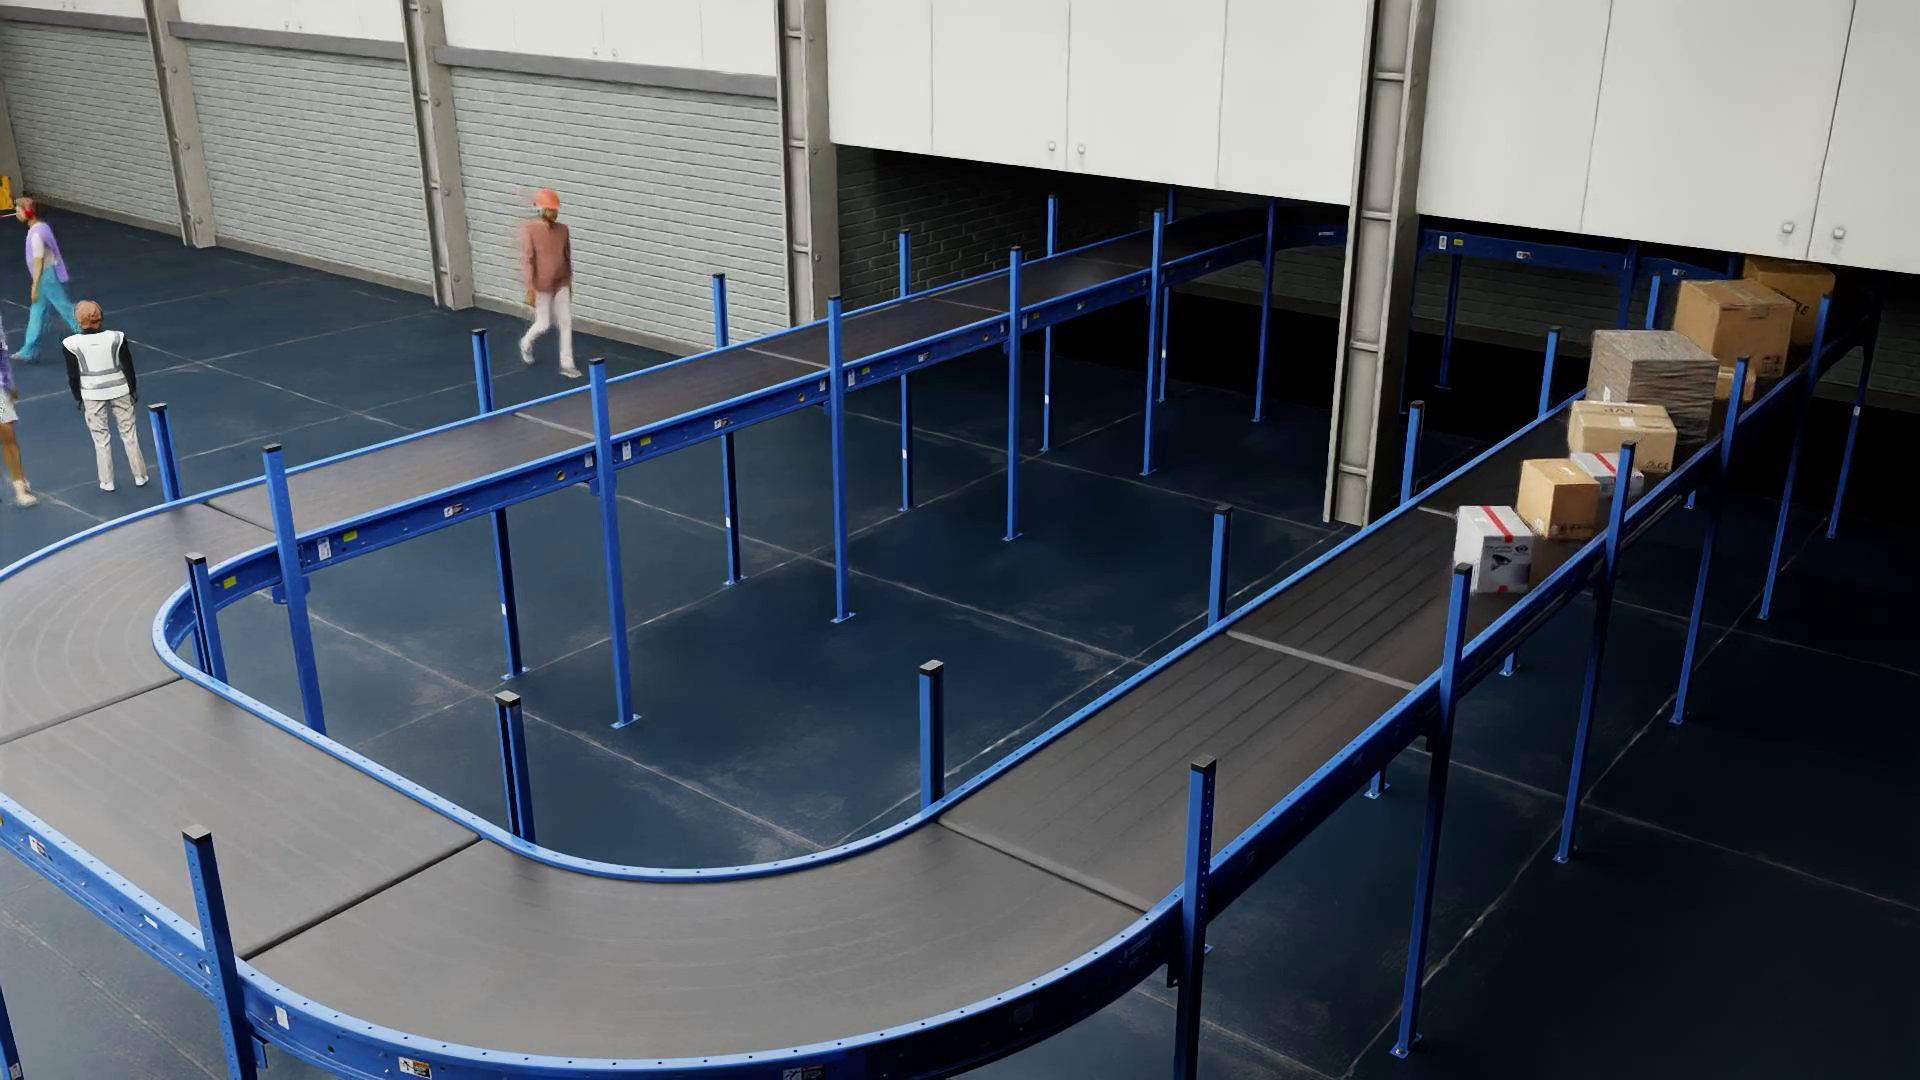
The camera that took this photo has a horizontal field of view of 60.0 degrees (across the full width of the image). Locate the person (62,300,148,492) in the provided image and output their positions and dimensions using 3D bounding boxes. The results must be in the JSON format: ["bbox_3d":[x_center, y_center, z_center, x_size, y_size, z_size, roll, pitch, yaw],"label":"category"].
[{"bbox_3d":[-7.198,-1.208,14.018,0.512,1.641,0.307,-13,25,-29],"label":"person"}]

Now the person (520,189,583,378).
[{"bbox_3d":[-4.316,-2.677,17.304,0.715,1.970,0.629,19,28,39],"label":"person"}]

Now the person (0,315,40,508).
[{"bbox_3d":[-7.957,-1.204,13.503,0.623,2.008,0.914,-19,28,-39],"label":"person"}]

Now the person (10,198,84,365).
[{"bbox_3d":[-9.772,-2.734,17.682,0.958,1.789,0.588,-12,24,-27],"label":"person"}]
